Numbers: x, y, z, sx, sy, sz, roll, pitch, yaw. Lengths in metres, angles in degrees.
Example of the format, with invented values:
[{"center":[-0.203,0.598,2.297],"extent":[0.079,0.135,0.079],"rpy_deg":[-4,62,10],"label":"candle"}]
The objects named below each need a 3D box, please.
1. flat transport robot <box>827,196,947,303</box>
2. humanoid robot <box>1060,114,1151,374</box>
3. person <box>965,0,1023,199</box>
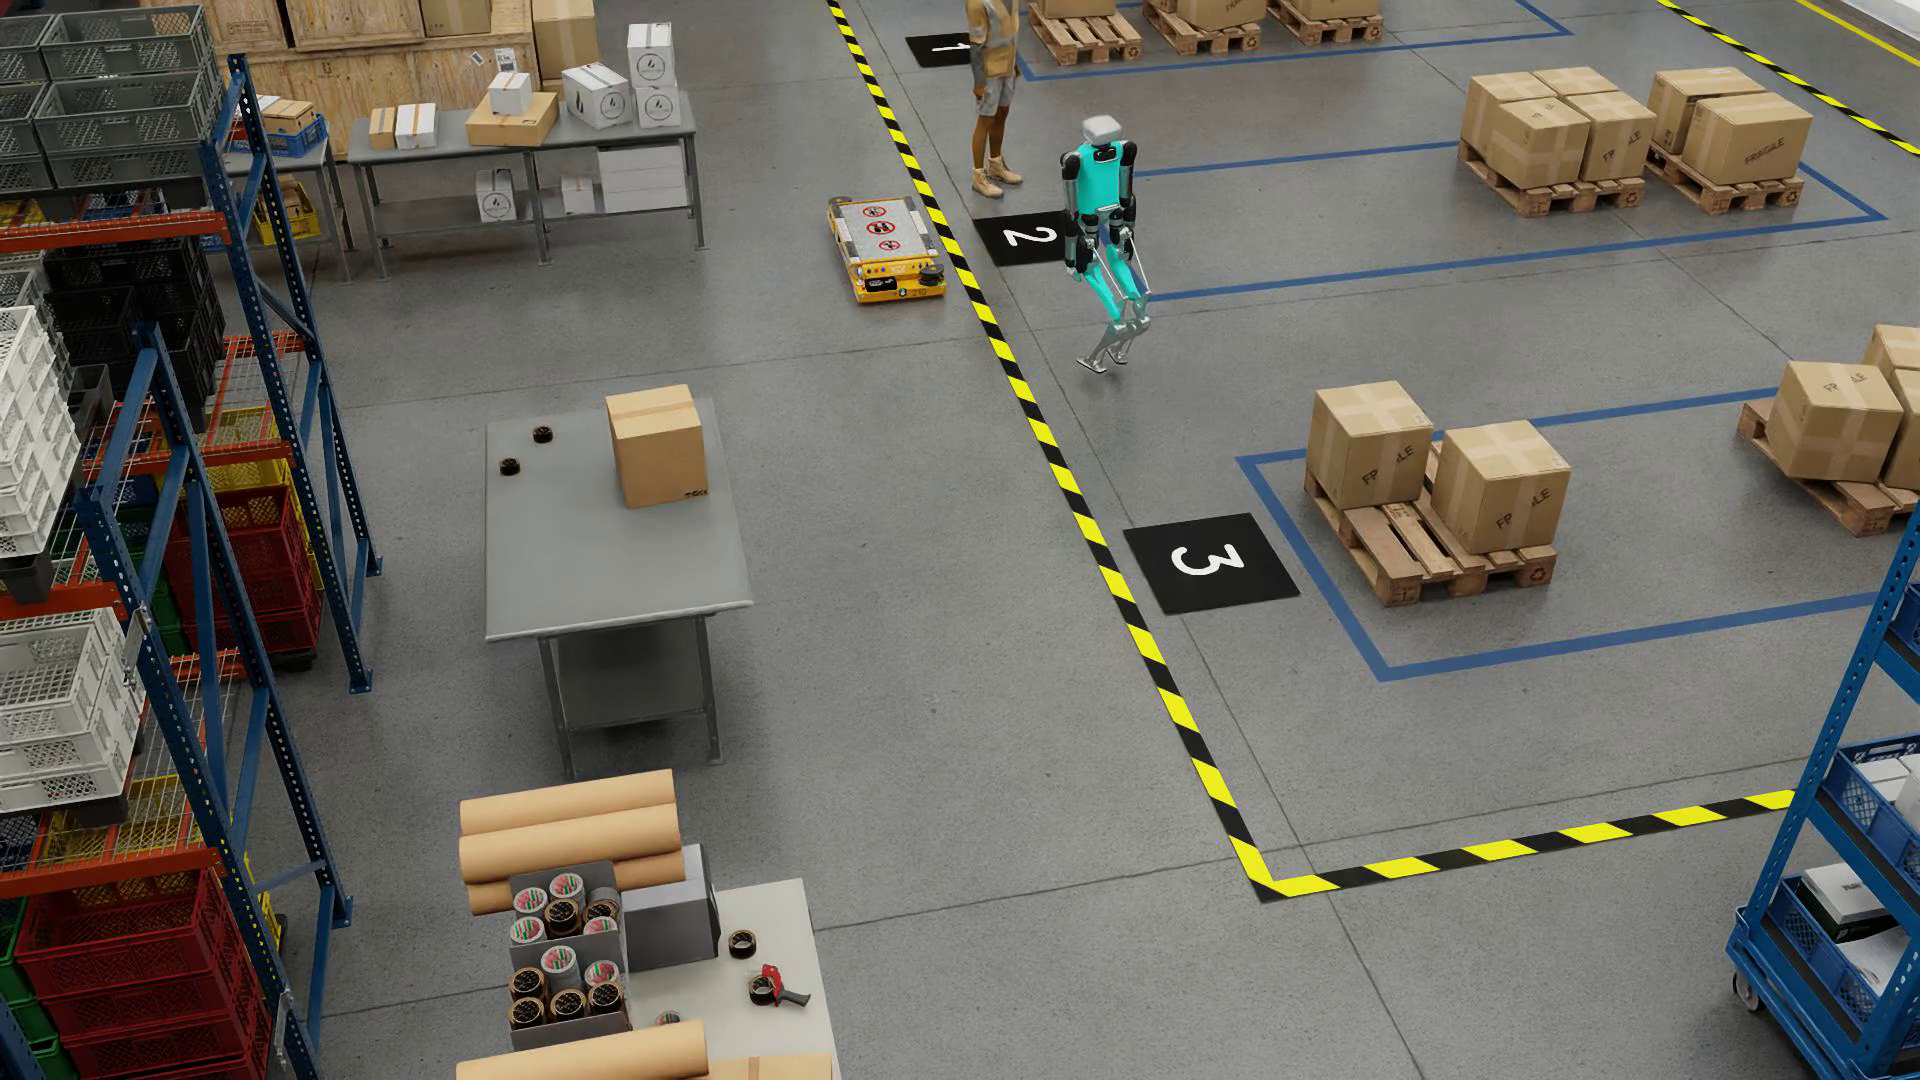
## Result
[{"center":[-0.570,-2.220,12.538],"extent":[0.659,0.231,1.431],"rpy_deg":[-8,37,-10],"label":"flat transport robot"},{"center":[0.994,-1.819,10.653],"extent":[0.533,1.681,0.735],"rpy_deg":[-18,40,-22],"label":"humanoid robot"},{"center":[0.303,-3.710,13.056],"extent":[0.371,2.040,0.613],"rpy_deg":[21,42,26],"label":"person"}]
